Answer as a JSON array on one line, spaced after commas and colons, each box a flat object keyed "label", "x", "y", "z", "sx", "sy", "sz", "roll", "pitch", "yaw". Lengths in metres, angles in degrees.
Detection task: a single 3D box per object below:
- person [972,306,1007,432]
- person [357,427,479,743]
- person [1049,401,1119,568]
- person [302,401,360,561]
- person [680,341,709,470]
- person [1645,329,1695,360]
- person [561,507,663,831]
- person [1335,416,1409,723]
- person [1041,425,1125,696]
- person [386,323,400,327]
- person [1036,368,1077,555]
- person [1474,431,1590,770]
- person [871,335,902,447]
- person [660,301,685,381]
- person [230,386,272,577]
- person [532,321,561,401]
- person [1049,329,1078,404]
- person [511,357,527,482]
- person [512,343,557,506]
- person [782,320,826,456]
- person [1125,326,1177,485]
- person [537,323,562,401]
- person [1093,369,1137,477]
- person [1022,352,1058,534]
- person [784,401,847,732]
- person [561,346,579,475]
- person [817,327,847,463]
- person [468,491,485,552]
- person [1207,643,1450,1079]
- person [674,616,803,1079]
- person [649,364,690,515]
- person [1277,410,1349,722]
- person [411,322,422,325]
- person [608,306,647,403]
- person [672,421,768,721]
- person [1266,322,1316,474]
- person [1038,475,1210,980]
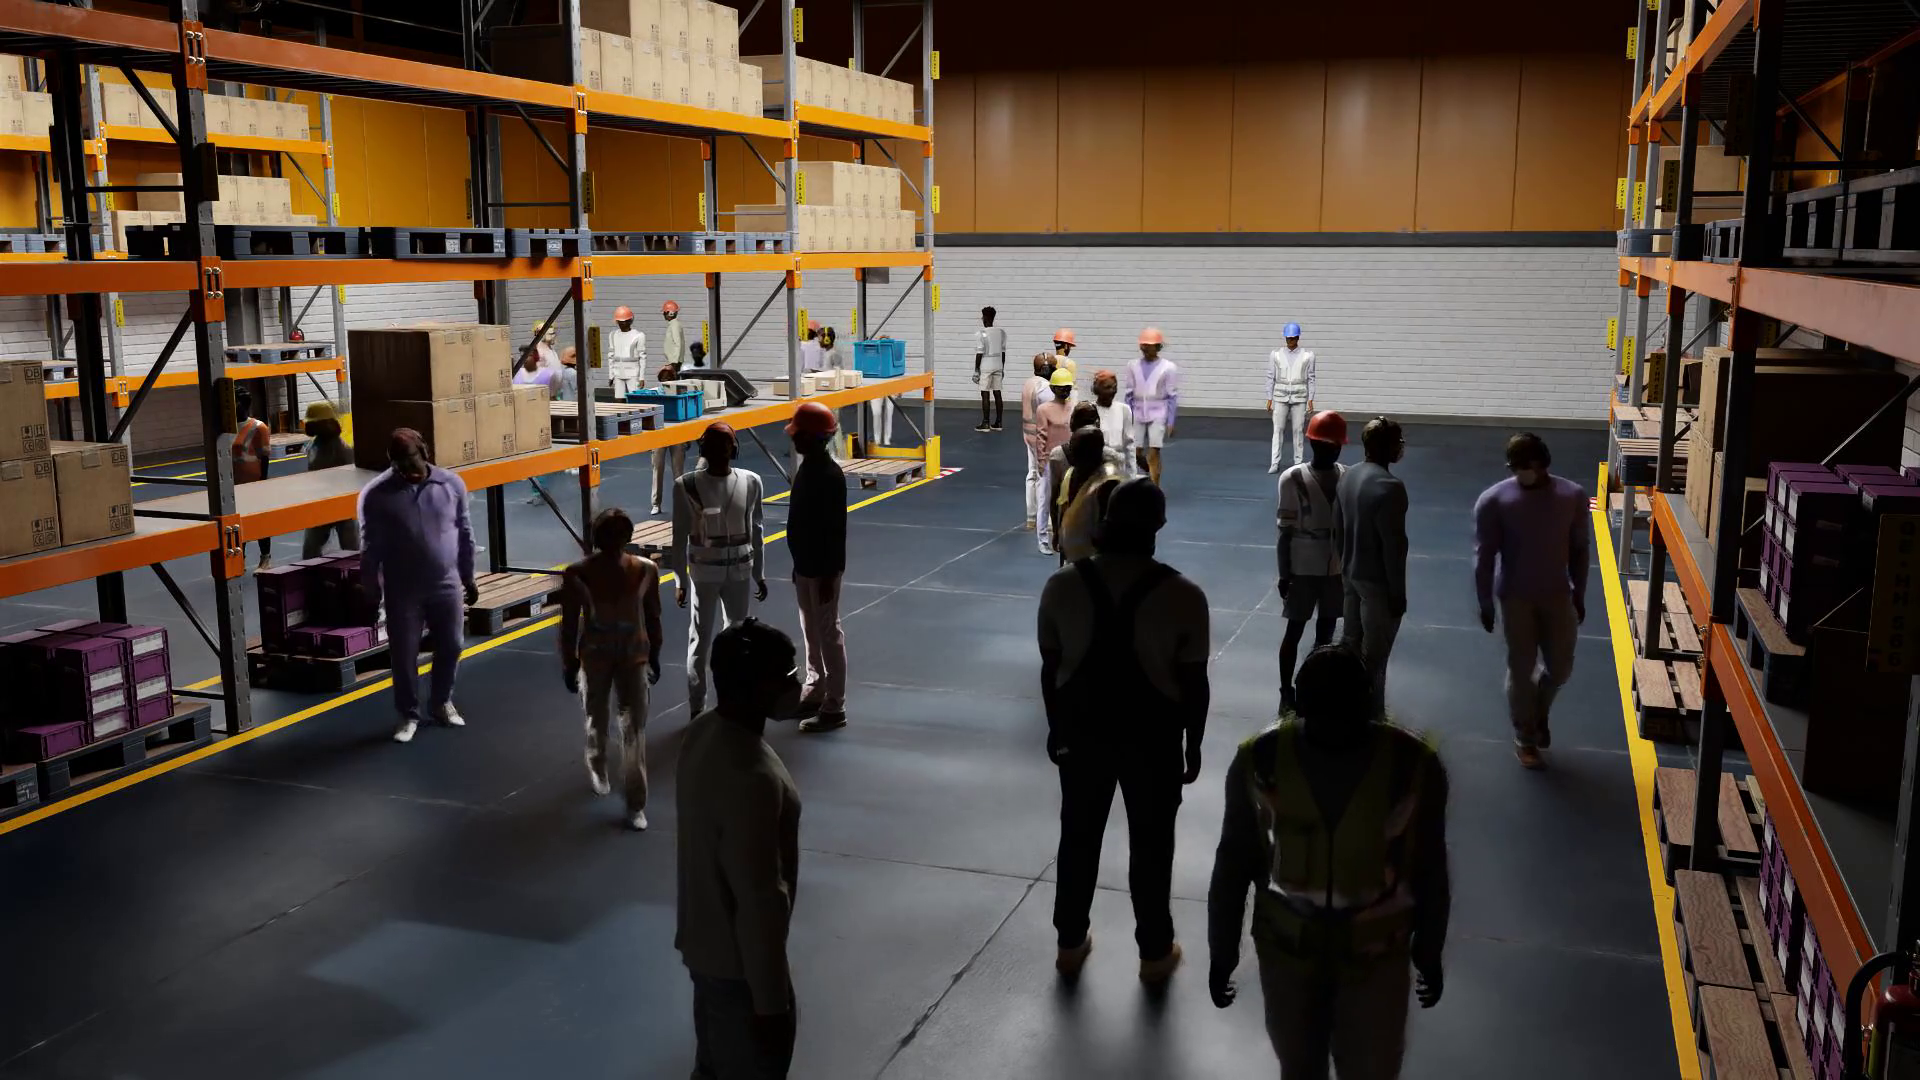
[{"label": "person", "x": 0.461, "y": -2.686, "z": 26.155, "sx": 0.603, "sy": 1.967, "sz": 0.366, "roll": -8, "pitch": 13, "yaw": -36}, {"label": "person", "x": -3.201, "y": 0.254, "z": 9.866, "sx": 0.680, "sy": 1.877, "sz": 0.446, "roll": -6, "pitch": 12, "yaw": -31}, {"label": "person", "x": 0.875, "y": -0.058, "z": 11.699, "sx": 0.507, "sy": 1.846, "sz": 0.345, "roll": 3, "pitch": 11, "yaw": 18}, {"label": "person", "x": -4.954, "y": -0.213, "z": 12.932, "sx": 0.505, "sy": 1.710, "sz": 0.816, "roll": 4, "pitch": 11, "yaw": 22}, {"label": "person", "x": -3.408, "y": -1.780, "z": 21.858, "sx": 0.538, "sy": 1.676, "sz": 0.707, "roll": 2, "pitch": 10, "yaw": 9}, {"label": "person", "x": 8.742, "y": -1.669, "z": 20.587, "sx": 0.641, "sy": 1.913, "sz": 0.407, "roll": 2, "pitch": 10, "yaw": 10}, {"label": "person", "x": -1.793, "y": 0.614, "z": 8.583, "sx": 0.520, "sy": 1.603, "sz": 0.828, "roll": -3, "pitch": 11, "yaw": -17}, {"label": "person", "x": 2.416, "y": 0.245, "z": 9.725, "sx": 0.371, "sy": 1.940, "sz": 0.627, "roll": -3, "pitch": 11, "yaw": -17}, {"label": "person", "x": 0.812, "y": 0.163, "z": 10.587, "sx": 0.672, "sy": 1.801, "sz": 0.650, "roll": -6, "pitch": 12, "yaw": -29}, {"label": "person", "x": -7.401, "y": -1.888, "z": 21.828, "sx": 0.654, "sy": 1.906, "sz": 0.407, "roll": 2, "pitch": 10, "yaw": 13}, {"label": "person", "x": 0.948, "y": -0.745, "z": 15.787, "sx": 0.524, "sy": 1.770, "sz": 0.315, "roll": -7, "pitch": 12, "yaw": -34}, {"label": "person", "x": 3.186, "y": 0.335, "z": 9.301, "sx": 0.646, "sy": 1.910, "sz": 0.476, "roll": 0, "pitch": 10, "yaw": 2}, {"label": "person", "x": -1.096, "y": -2.164, "z": 24.164, "sx": 0.546, "sy": 1.615, "sz": 0.589, "roll": -1, "pitch": 10, "yaw": -4}, {"label": "person", "x": -4.799, "y": -2.996, "z": 27.821, "sx": 0.390, "sy": 1.992, "sz": 0.624, "roll": -2, "pitch": 10, "yaw": -13}, {"label": "person", "x": -6.338, "y": -0.519, "z": 14.714, "sx": 0.533, "sy": 1.697, "sz": 0.318, "roll": 2, "pitch": 10, "yaw": 12}, {"label": "person", "x": -6.579, "y": -2.655, "z": 26.675, "sx": 0.871, "sy": 1.725, "sz": 0.528, "roll": 1, "pitch": 10, "yaw": 6}, {"label": "person", "x": 1.218, "y": -1.551, "z": 19.873, "sx": 0.370, "sy": 1.928, "sz": 0.543, "roll": -9, "pitch": 14, "yaw": -42}, {"label": "person", "x": -5.693, "y": -1.670, "z": 20.567, "sx": 0.587, "sy": 1.920, "sz": 0.395, "roll": 8, "pitch": 13, "yaw": 37}, {"label": "person", "x": -4.849, "y": -1.292, "z": 18.698, "sx": 0.581, "sy": 1.827, "sz": 0.620, "roll": 3, "pitch": 11, "yaw": 17}, {"label": "person", "x": -2.189, "y": -2.114, "z": 23.173, "sx": 0.736, "sy": 1.884, "sz": 0.451, "roll": -7, "pitch": 12, "yaw": -35}, {"label": "person", "x": 2.146, "y": -1.378, "z": 18.621, "sx": 0.624, "sy": 2.028, "sz": 0.594, "roll": 6, "pitch": 12, "yaw": 30}, {"label": "person", "x": -5.403, "y": -1.890, "z": 21.842, "sx": 0.407, "sy": 1.908, "sz": 0.641, "roll": 0, "pitch": 10, "yaw": 0}, {"label": "person", "x": 1.255, "y": -0.608, "z": 14.812, "sx": 0.588, "sy": 1.851, "sz": 0.933, "roll": -5, "pitch": 11, "yaw": -28}, {"label": "person", "x": 0.860, "y": -0.987, "z": 16.936, "sx": 0.429, "sy": 1.842, "sz": 0.633, "roll": -3, "pitch": 11, "yaw": -18}, {"label": "person", "x": -0.876, "y": 0.154, "z": 10.076, "sx": 0.375, "sy": 1.997, "sz": 0.609, "roll": -5, "pitch": 11, "yaw": -26}, {"label": "person", "x": -4.934, "y": -1.653, "z": 21.268, "sx": 0.282, "sy": 1.636, "sz": 0.500, "roll": -6, "pitch": 12, "yaw": -31}, {"label": "person", "x": -1.759, "y": -1.891, "z": 22.014, "sx": 0.641, "sy": 1.843, "sz": 0.545, "roll": 2, "pitch": 10, "yaw": 12}, {"label": "person", "x": -4.750, "y": -0.732, "z": 15.506, "sx": 0.517, "sy": 1.851, "sz": 0.726, "roll": 6, "pitch": 12, "yaw": 29}, {"label": "person", "x": 1.013, "y": 1.203, "z": 4.667, "sx": 0.665, "sy": 1.819, "sz": 0.735, "roll": 3, "pitch": 11, "yaw": 18}, {"label": "person", "x": -0.596, "y": 1.160, "z": 4.581, "sx": 0.366, "sy": 1.936, "sz": 0.630, "roll": -4, "pitch": 11, "yaw": -21}, {"label": "person", "x": -3.180, "y": -1.090, "z": 18.096, "sx": 0.511, "sy": 1.638, "sz": 0.308, "roll": -2, "pitch": 10, "yaw": -10}, {"label": "person", "x": 2.200, "y": 0.167, "z": 10.166, "sx": 0.548, "sy": 1.937, "sz": 0.378, "roll": -3, "pitch": 11, "yaw": -17}, {"label": "person", "x": -6.813, "y": -1.800, "z": 21.251, "sx": 0.653, "sy": 1.927, "sz": 0.958, "roll": 4, "pitch": 11, "yaw": 21}, {"label": "person", "x": -4.903, "y": -2.413, "z": 24.432, "sx": 0.605, "sy": 2.034, "sz": 0.392, "roll": 3, "pitch": 11, "yaw": 18}, {"label": "person", "x": -1.443, "y": 0.222, "z": 10.015, "sx": 0.583, "sy": 1.881, "sz": 0.337, "roll": -5, "pitch": 11, "yaw": -27}, {"label": "person", "x": 4.219, "y": -1.805, "z": 21.245, "sx": 0.614, "sy": 1.945, "sz": 0.404, "roll": 3, "pitch": 10, "yaw": 15}, {"label": "person", "x": 0.672, "y": 0.734, "z": 6.689, "sx": 0.686, "sy": 2.000, "sz": 0.536, "roll": 3, "pitch": 11, "yaw": 18}]
